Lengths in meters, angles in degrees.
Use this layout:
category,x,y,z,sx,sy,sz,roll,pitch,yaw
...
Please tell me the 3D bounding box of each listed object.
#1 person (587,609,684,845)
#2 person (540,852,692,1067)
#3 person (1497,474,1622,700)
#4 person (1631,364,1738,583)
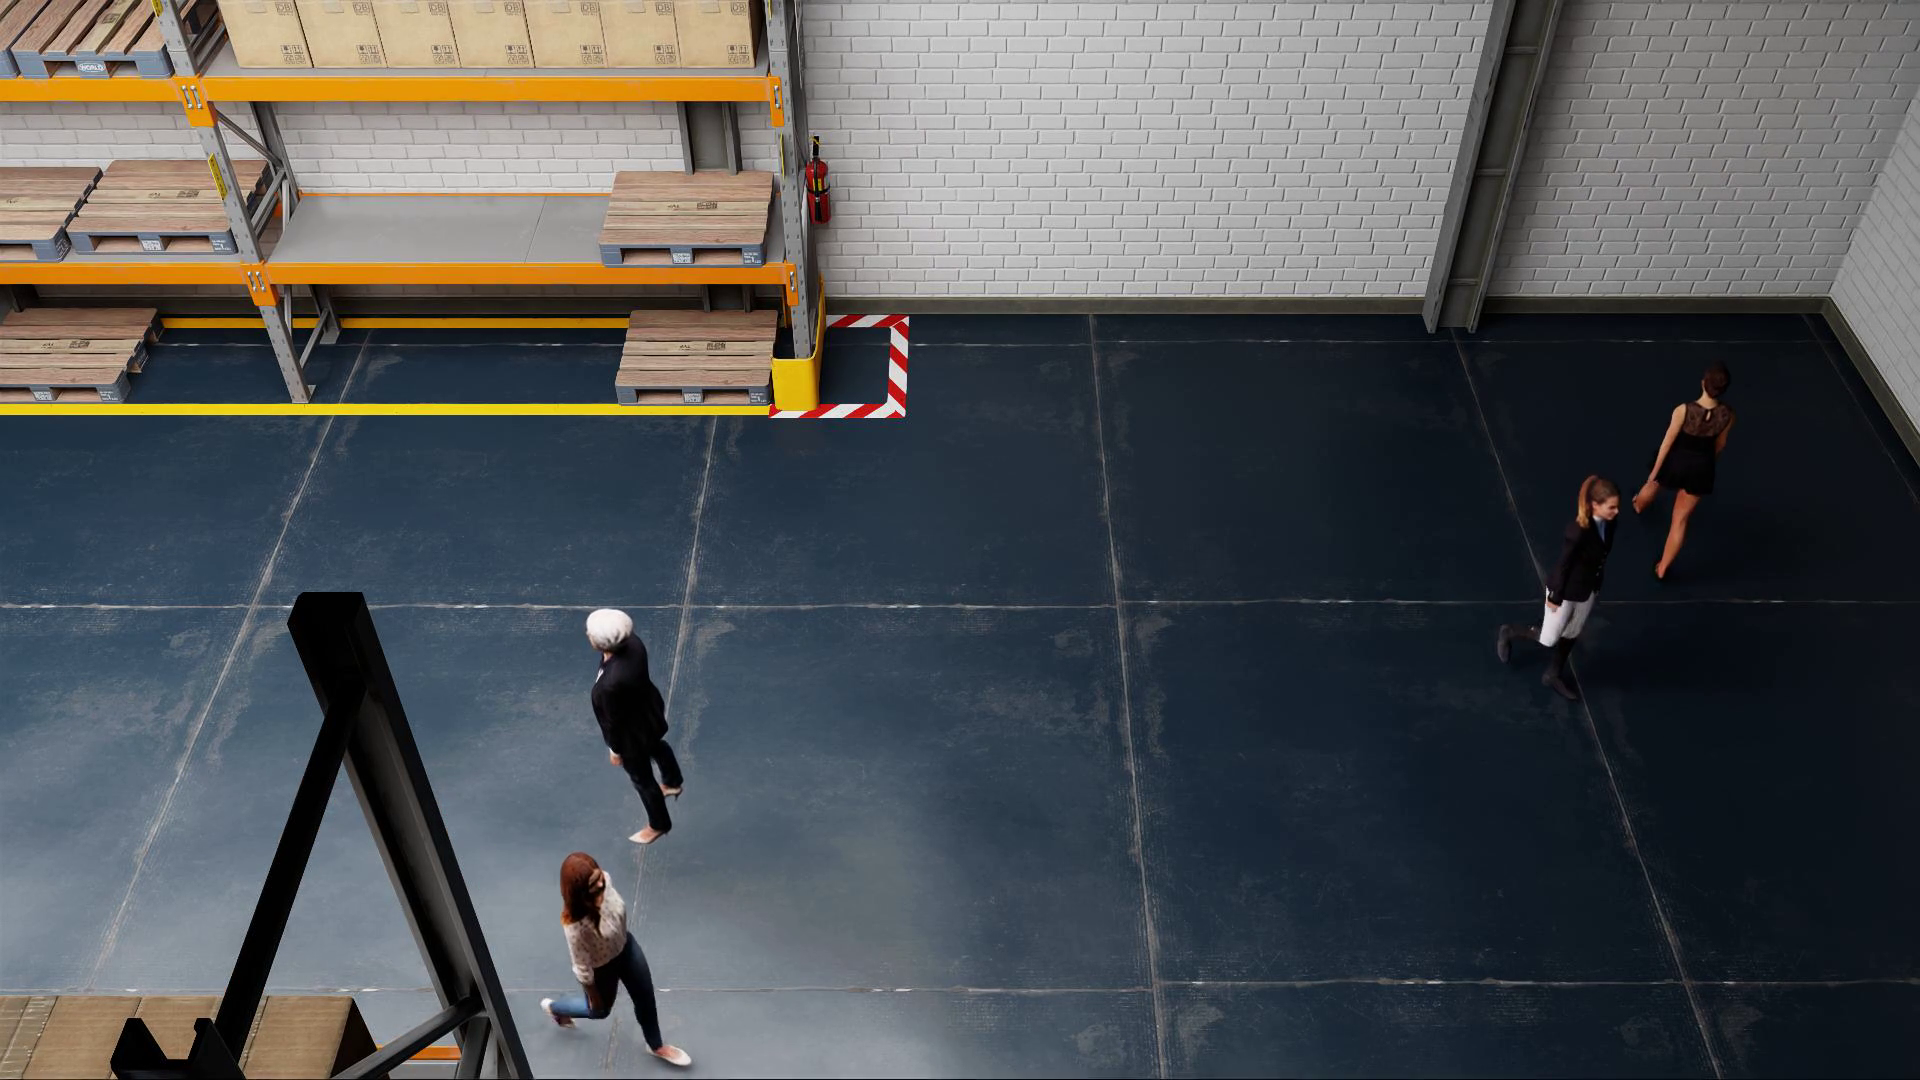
category,x,y,z,sx,sy,sz,roll,pitch,yaw
person,-1.741,0.951,8.954,0.611,1.775,0.727,4,44,4
person,-1.881,2.141,8.517,1.152,1.702,0.853,15,46,15
person,3.802,0.272,10.467,0.894,1.718,0.888,-23,48,-23
person,4.912,-0.424,11.260,1.085,1.632,0.802,7,44,8
